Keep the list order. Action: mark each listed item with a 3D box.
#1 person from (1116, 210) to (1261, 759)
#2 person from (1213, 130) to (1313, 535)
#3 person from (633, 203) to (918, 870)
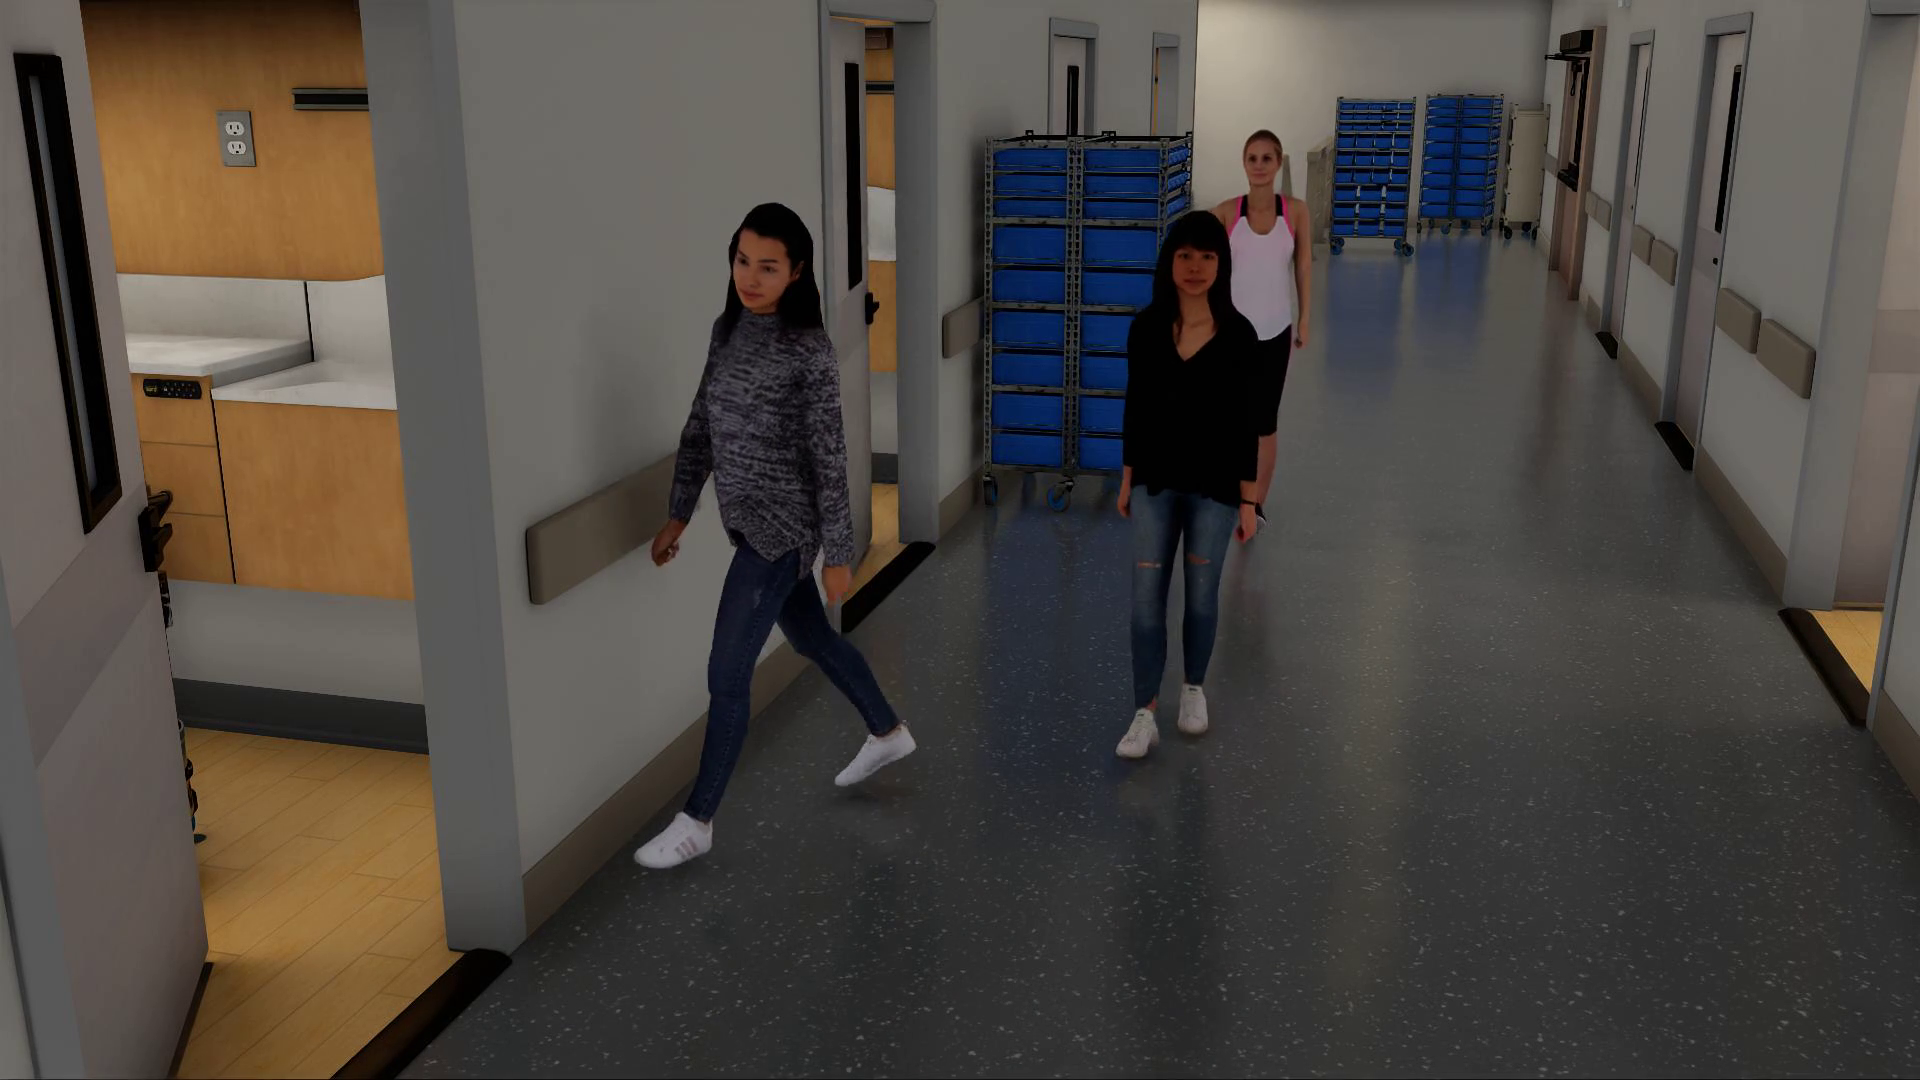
[{"bbox_3d":[0.706,-0.184,5.122,0.594,1.626,0.819,4,16,13],"label":"person"},{"bbox_3d":[1.339,-0.928,7.538,0.630,1.747,1.075,4,16,14],"label":"person"},{"bbox_3d":[-0.419,-0.010,4.394,1.273,1.687,1.134,-11,19,-33],"label":"person"}]
